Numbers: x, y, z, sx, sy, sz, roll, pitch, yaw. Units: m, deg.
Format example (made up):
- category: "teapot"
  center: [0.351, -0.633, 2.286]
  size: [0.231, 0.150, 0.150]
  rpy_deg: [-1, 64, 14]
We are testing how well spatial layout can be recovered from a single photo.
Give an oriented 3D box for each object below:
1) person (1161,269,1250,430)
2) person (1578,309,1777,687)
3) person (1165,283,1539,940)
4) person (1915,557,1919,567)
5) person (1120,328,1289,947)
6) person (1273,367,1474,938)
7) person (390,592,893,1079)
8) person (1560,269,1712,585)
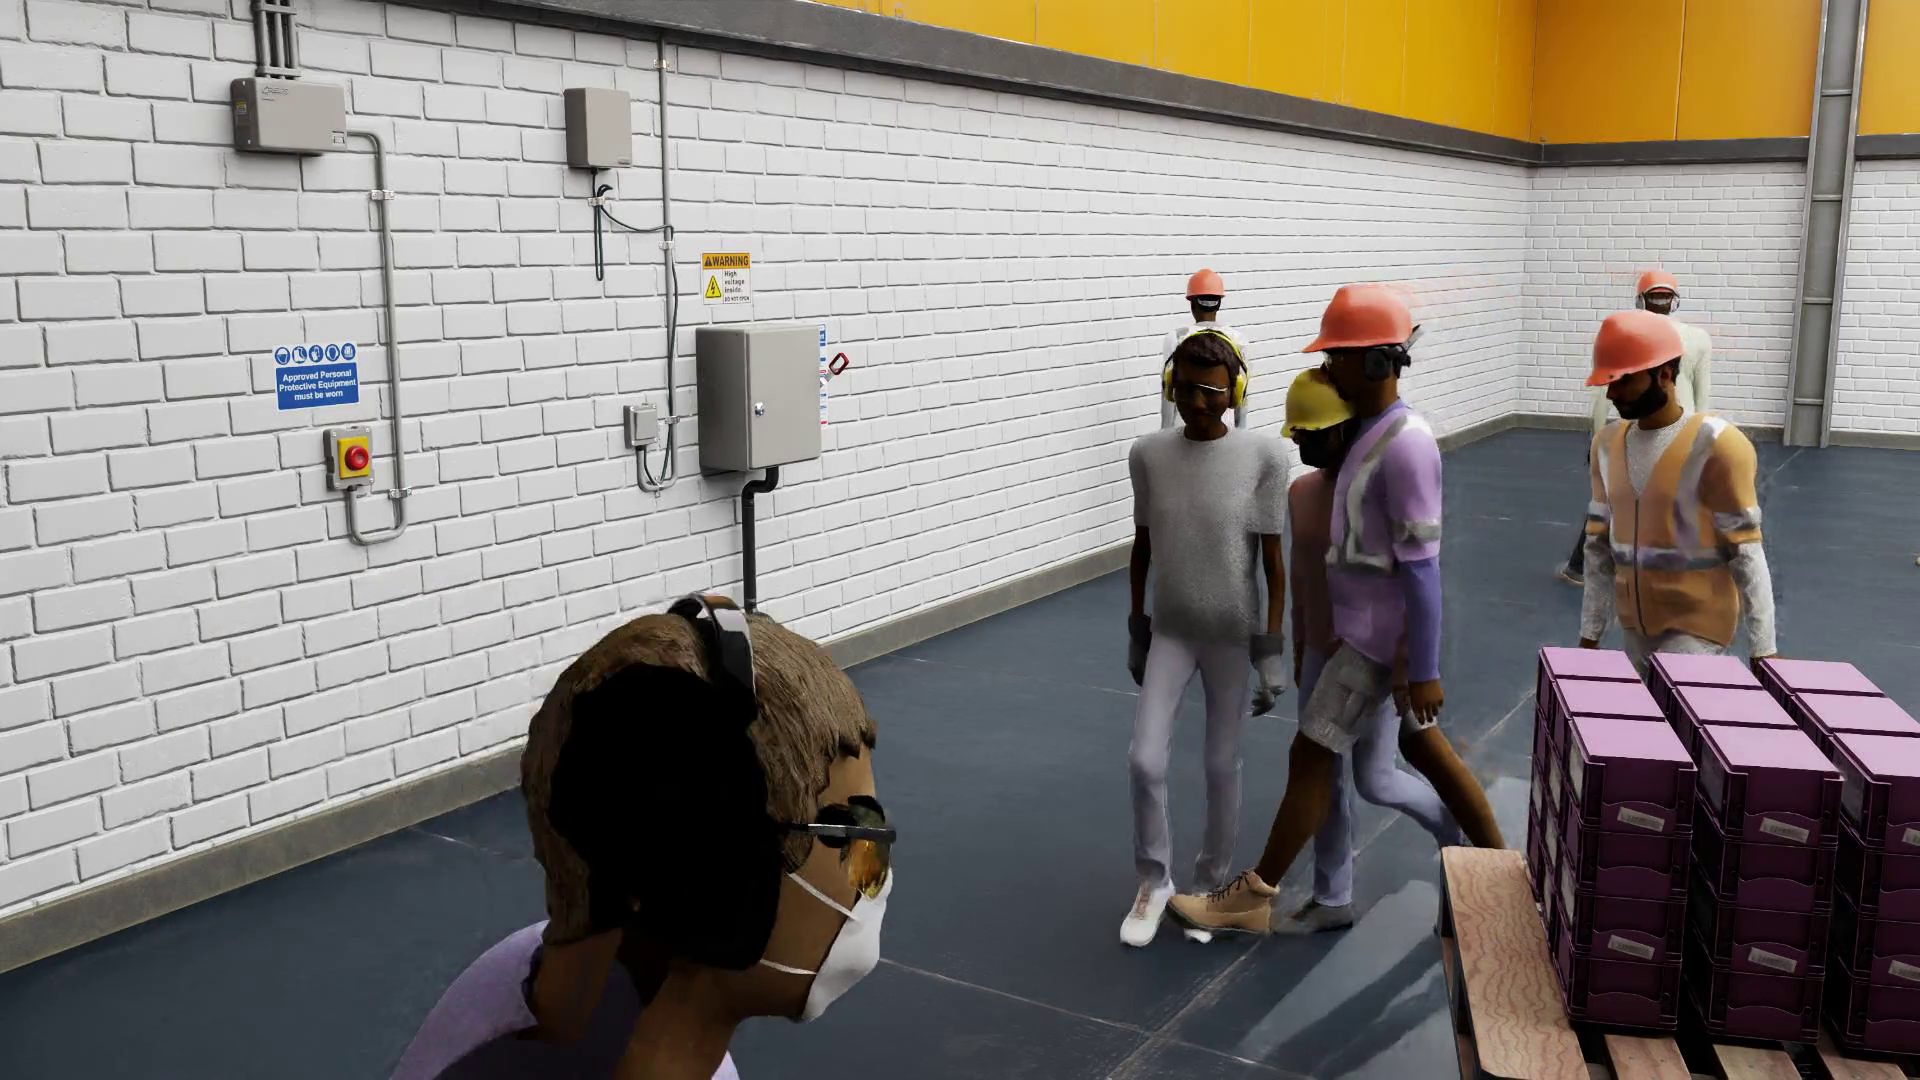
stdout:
- category: "person"
  center: [1.457, -0.660, 10.041]
  size: [0.540, 1.929, 0.380]
  rpy_deg: [-2, 10, -13]
- category: "person"
  center: [2.119, 0.262, 5.019]
  size: [0.546, 1.892, 0.622]
  rpy_deg: [-5, 11, -24]
- category: "person"
  center: [1.231, 0.243, 4.903]
  size: [1.122, 1.986, 0.609]
  rpy_deg: [1, 10, 8]
- category: "person"
  center: [6.385, -0.638, 10.556]
  size: [0.534, 1.698, 0.318]
  rpy_deg: [0, 10, 3]
- category: "person"
  center: [0.712, 0.312, 4.886]
  size: [0.515, 1.846, 0.554]
  rpy_deg: [4, 11, 19]
- category: "person"
  center: [1.239, 0.343, 5.010]
  size: [0.638, 1.731, 0.570]
  rpy_deg: [-5, 11, -26]
- category: "person"
  center: [-0.269, 0.966, 1.183]
  size: [1.037, 1.867, 0.708]
  rpy_deg: [-1, 10, -3]
- category: "person"
  center: [4.050, -0.638, 9.929]
  size: [0.802, 1.943, 0.573]
  rpy_deg: [3, 11, 19]
